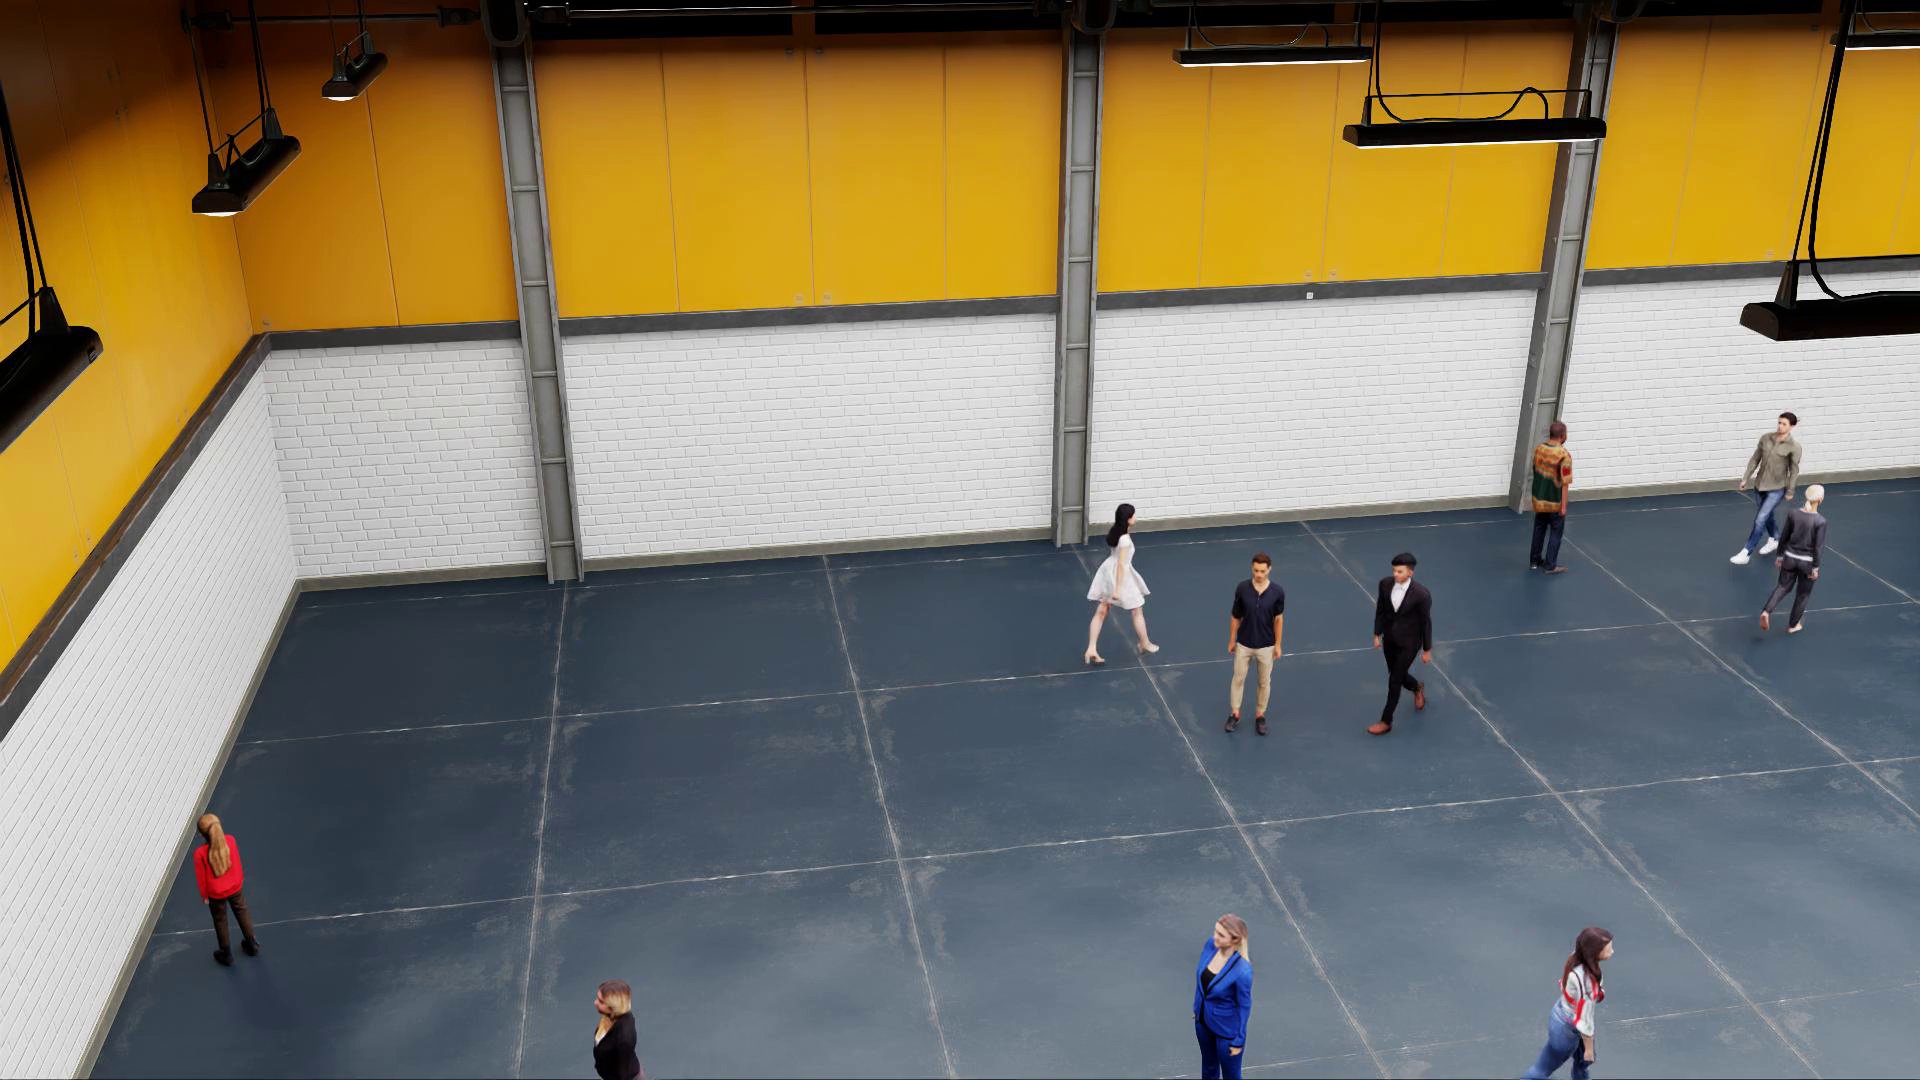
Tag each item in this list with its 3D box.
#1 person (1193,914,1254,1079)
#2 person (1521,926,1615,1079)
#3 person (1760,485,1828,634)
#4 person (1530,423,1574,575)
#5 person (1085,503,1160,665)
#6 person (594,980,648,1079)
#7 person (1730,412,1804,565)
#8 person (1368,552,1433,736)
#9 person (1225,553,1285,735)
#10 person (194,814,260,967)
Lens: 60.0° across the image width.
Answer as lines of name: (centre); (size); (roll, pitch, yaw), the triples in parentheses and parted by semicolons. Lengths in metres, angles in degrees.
person: (1.726, 3.175, 10.918); (0.663, 1.700, 0.689); (-14, 27, -29)
person: (3.950, 3.205, 11.007); (1.022, 1.575, 0.856); (7, 25, 16)
person: (8.876, 0.231, 17.641); (0.973, 1.711, 0.830); (-16, 28, -32)
person: (6.755, -0.481, 19.154); (0.807, 1.804, 0.794); (-11, 26, -23)
person: (1.532, 0.484, 17.039); (1.076, 1.730, 0.677); (-6, 24, -14)
person: (-1.998, 3.423, 10.414); (0.896, 1.651, 0.729); (-10, 25, -21)
person: (9.533, -0.623, 19.453); (1.252, 1.824, 0.908); (-11, 26, -23)
person: (4.272, 0.942, 15.849); (1.265, 1.843, 1.094); (-20, 31, -38)
person: (2.804, 0.968, 15.776); (0.610, 1.854, 0.777); (5, 24, 11)
person: (-5.602, 2.645, 12.655); (0.647, 1.281, 0.574); (21, 31, 39)
